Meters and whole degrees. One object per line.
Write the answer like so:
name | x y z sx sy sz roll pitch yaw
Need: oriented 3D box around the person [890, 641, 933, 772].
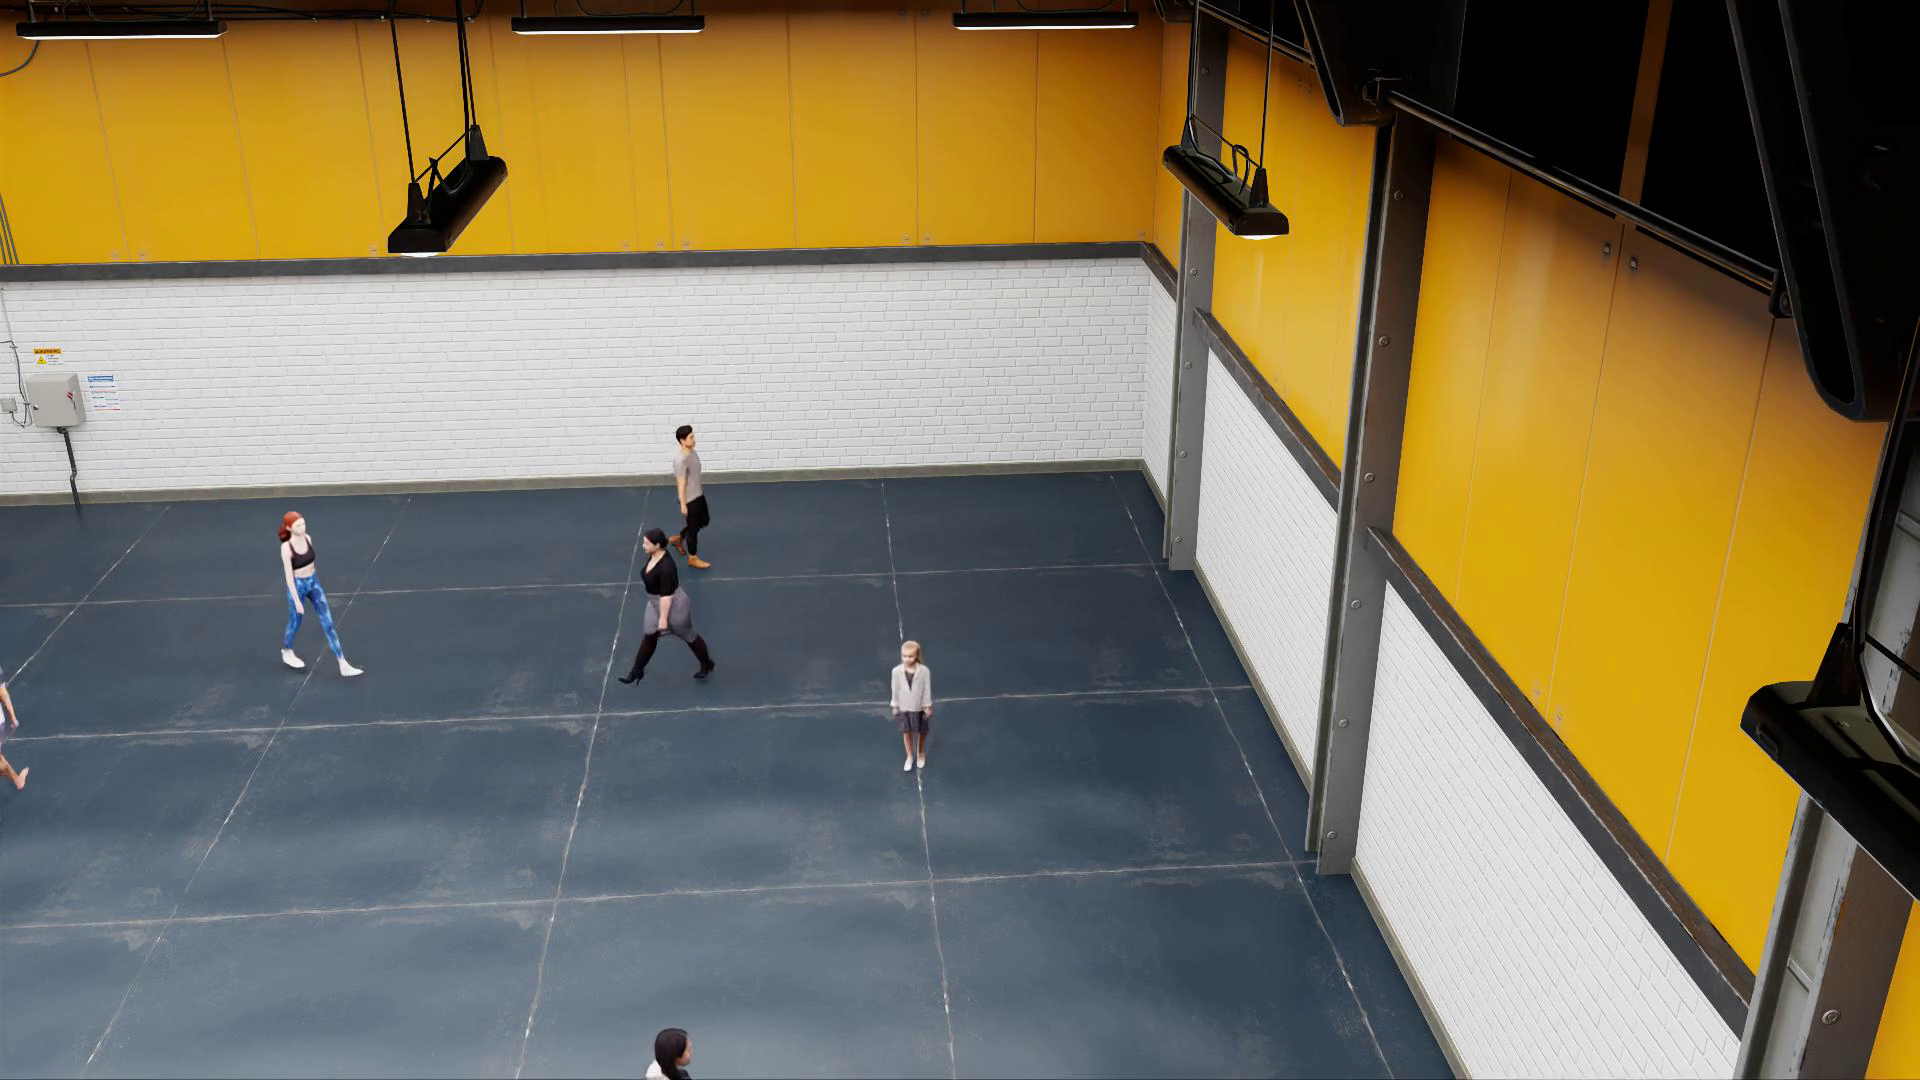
person | -0.418 1.461 14.951 0.579 1.268 0.607 3 24 7

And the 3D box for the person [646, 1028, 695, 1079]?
person | -1.614 3.545 9.583 0.737 1.750 0.605 -14 27 -29

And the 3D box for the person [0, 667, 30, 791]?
person | -8.289 1.636 14.056 0.676 1.665 1.031 -1 24 -2

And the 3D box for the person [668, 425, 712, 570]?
person | -3.130 -0.502 18.888 0.787 1.713 0.779 5 24 11

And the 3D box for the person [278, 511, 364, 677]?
person | -6.553 0.555 16.451 1.063 1.728 1.225 11 26 23

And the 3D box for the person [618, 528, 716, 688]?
person | -2.728 0.676 16.222 1.032 1.689 1.217 -11 26 -24
